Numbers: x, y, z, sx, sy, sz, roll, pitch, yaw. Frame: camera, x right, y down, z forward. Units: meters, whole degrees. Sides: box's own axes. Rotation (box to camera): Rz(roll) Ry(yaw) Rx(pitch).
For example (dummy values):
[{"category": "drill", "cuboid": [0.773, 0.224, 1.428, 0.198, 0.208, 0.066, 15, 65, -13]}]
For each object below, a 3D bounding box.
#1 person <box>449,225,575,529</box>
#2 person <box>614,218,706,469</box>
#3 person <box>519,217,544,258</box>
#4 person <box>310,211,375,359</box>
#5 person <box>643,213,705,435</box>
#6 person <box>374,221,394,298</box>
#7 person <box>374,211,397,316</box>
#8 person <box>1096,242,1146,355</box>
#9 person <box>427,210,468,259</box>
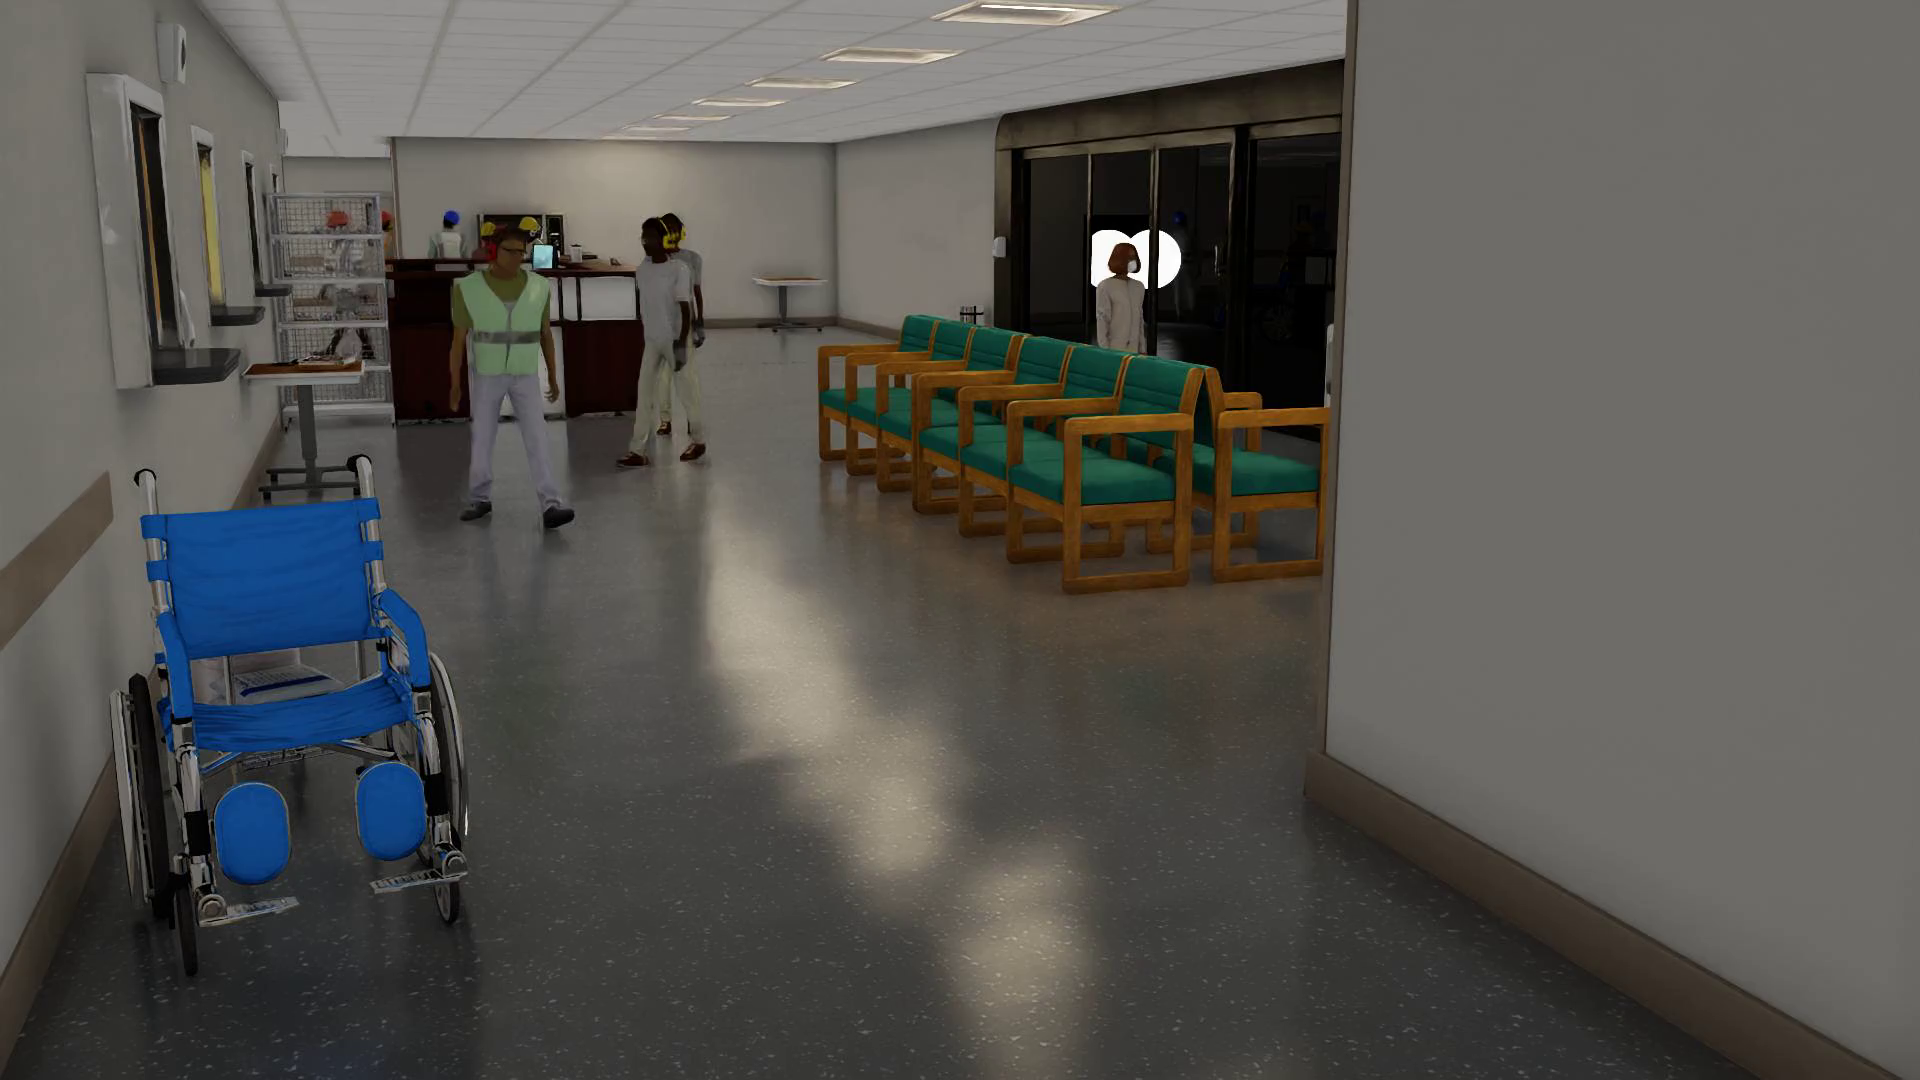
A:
[{"category": "person", "cuboid": [-2.676, -0.949, 9.801, 0.667, 1.770, 1.011, -6, 13, -29]}, {"category": "person", "cuboid": [-2.181, -1.445, 12.229, 0.542, 1.819, 0.973, 6, 12, 27]}, {"category": "person", "cuboid": [-5.658, -3.357, 22.046, 0.403, 1.827, 0.590, -4, 12, -21]}, {"category": "person", "cuboid": [-7.766, -3.145, 20.765, 0.550, 1.884, 0.988, 9, 14, 38]}, {"category": "person", "cuboid": [-2.393, -1.800, 13.968, 0.499, 1.861, 0.331, -1, 11, -6]}, {"category": "person", "cuboid": [-10.084, -4.773, 29.434, 0.525, 1.772, 0.306, -3, 11, -16]}, {"category": "person", "cuboid": [-9.848, -4.651, 28.431, 0.567, 1.911, 0.787, 5, 12, 23]}, {"category": "person", "cuboid": [1.246, -1.470, 12.829, 0.500, 1.636, 0.286, -10, 15, -41]}, {"category": "person", "cuboid": [-7.691, -3.964, 24.905, 0.644, 1.915, 0.548, -9, 14, -38]}]
